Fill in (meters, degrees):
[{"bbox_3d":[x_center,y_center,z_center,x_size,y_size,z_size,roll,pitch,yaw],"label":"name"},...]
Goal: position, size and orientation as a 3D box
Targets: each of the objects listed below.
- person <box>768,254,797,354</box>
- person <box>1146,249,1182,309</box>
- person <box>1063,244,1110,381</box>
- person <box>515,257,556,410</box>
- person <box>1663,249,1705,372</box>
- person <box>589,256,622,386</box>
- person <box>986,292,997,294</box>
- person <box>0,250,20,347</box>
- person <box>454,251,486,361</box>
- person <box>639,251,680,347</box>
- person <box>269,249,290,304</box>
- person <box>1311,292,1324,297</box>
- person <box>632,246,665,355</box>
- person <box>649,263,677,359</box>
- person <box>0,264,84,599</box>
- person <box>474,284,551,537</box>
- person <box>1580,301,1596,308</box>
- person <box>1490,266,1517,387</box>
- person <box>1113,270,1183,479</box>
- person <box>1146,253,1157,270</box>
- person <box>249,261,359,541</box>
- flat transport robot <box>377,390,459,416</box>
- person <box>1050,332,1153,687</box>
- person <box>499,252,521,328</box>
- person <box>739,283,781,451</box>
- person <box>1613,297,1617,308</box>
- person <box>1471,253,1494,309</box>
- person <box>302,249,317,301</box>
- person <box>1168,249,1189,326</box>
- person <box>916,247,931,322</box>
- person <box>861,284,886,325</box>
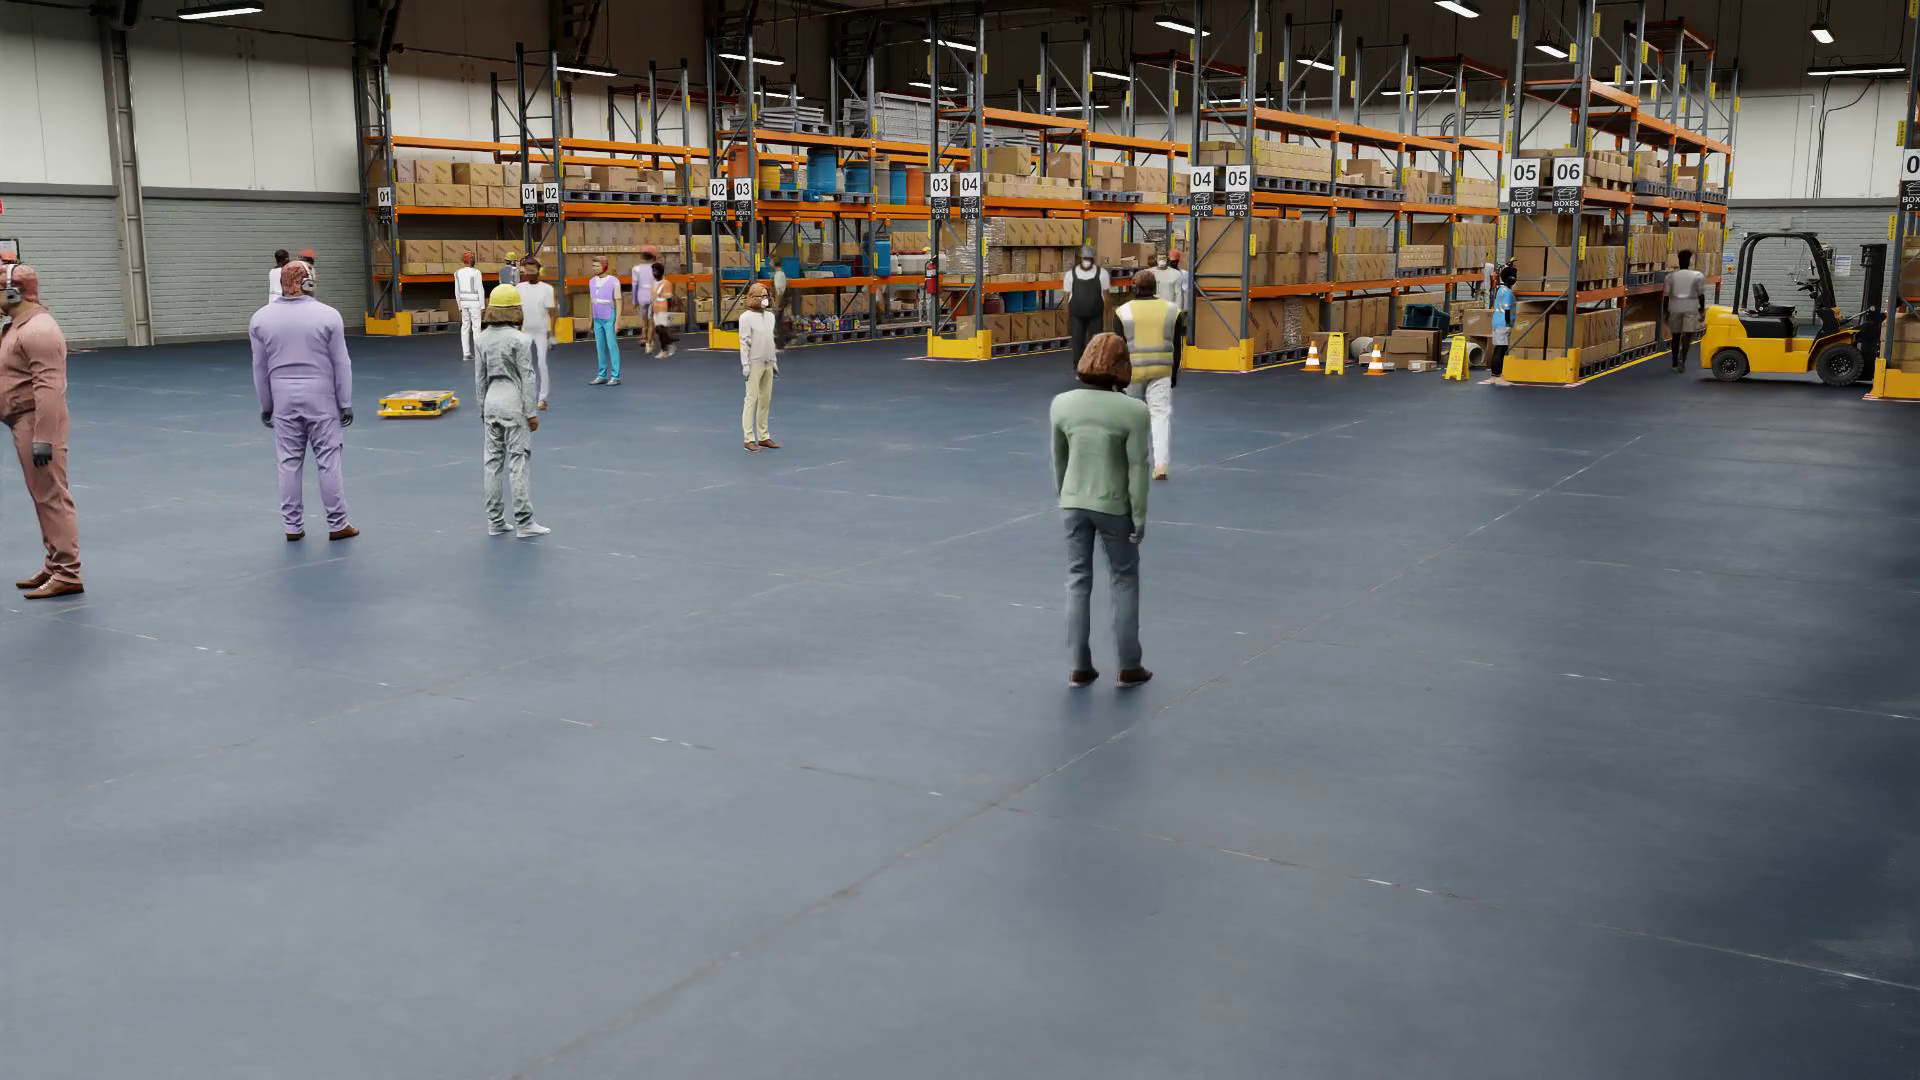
[{"bbox_3d":[-3.299,-4.322,30.487,0.434,1.831,0.526,-1,10,-4],"label":"person"},{"bbox_3d":[3.062,-3.459,25.345,0.636,1.938,0.358,0,10,-1],"label":"person"},{"bbox_3d":[1.854,-3.368,24.555,0.698,2.000,0.601,1,10,6],"label":"person"},{"bbox_3d":[-5.147,-2.459,20.001,0.563,1.844,0.751,1,10,7],"label":"person"},{"bbox_3d":[11.478,-3.646,26.408,0.620,1.937,0.907,7,13,36],"label":"person"},{"bbox_3d":[-5.048,-3.120,23.722,0.569,1.840,0.374,7,12,33],"label":"person"},{"bbox_3d":[0.921,-7.636,48.453,0.611,2.043,0.375,1,10,5],"label":"person"},{"bbox_3d":[-16.307,-4.002,28.481,0.553,1.912,0.799,5,11,28],"label":"person"},{"bbox_3d":[-8.428,-4.027,28.694,0.574,1.882,0.356,4,11,22],"label":"person"},{"bbox_3d":[-5.970,-4.749,32.809,0.977,1.858,0.656,-7,12,-35],"label":"person"},{"bbox_3d":[-11.365,-3.900,27.880,0.371,1.916,0.597,-10,14,-43],"label":"person"},{"bbox_3d":[10.039,-7.279,46.582,0.611,1.997,0.375,10,14,44],"label":"person"},{"bbox_3d":[-5.683,-4.393,30.481,0.609,1.981,1.084,1,10,3],"label":"person"},{"bbox_3d":[-5.234,-3.989,29.041,0.362,1.683,0.532,-9,13,-40],"label":"person"},{"bbox_3d":[-5.320,-0.619,9.540,0.402,1.904,0.652,-7,12,-33],"label":"person"},{"bbox_3d":[-3.120,-0.892,11.519,0.485,1.744,0.308,5,11,27],"label":"person"},{"bbox_3d":[14.883,-5.976,39.545,0.637,1.912,0.566,8,13,39],"label":"person"},{"bbox_3d":[7.731,-3.034,23.641,0.322,1.698,0.534,1,10,8],"label":"person"},{"bbox_3d":[1.624,-1.443,14.457,0.619,1.802,0.952,0,10,-1],"label":"person"},{"bbox_3d":[3.800,-4.665,32.426,0.580,1.839,0.998,6,12,30],"label":"person"},{"bbox_3d":[-4.447,-0.937,11.331,0.637,1.904,0.403,0,10,-2],"label":"person"},{"bbox_3d":[-6.445,-1.638,19.819,0.652,0.197,1.431,-1,10,-6],"label":"flat transport robot"},{"bbox_3d":[0.644,-0.131,7.585,0.516,1.626,0.366,5,11,27],"label":"person"},{"bbox_3d":[-9.674,-5.300,35.961,0.592,1.833,0.404,6,12,30],"label":"person"},{"bbox_3d":[-1.961,-1.691,16.298,0.271,1.632,0.508,6,12,32],"label":"person"},{"bbox_3d":[16.178,-6.128,40.572,0.634,1.842,0.429,-7,12,-35],"label":"person"},{"bbox_3d":[12.297,-5.883,39.160,0.510,1.860,0.334,2,10,13],"label":"person"},{"bbox_3d":[-13.318,-4.992,34.052,0.567,1.889,0.975,7,12,34],"label":"person"},{"bbox_3d":[3.550,-3.916,27.949,0.570,1.919,0.649,4,11,21],"label":"person"},{"bbox_3d":[-0.844,-6.395,41.823,0.594,1.926,0.367,7,12,34],"label":"person"},{"bbox_3d":[-2.012,-5.859,38.858,0.555,1.921,0.499,6,12,31],"label":"person"}]
